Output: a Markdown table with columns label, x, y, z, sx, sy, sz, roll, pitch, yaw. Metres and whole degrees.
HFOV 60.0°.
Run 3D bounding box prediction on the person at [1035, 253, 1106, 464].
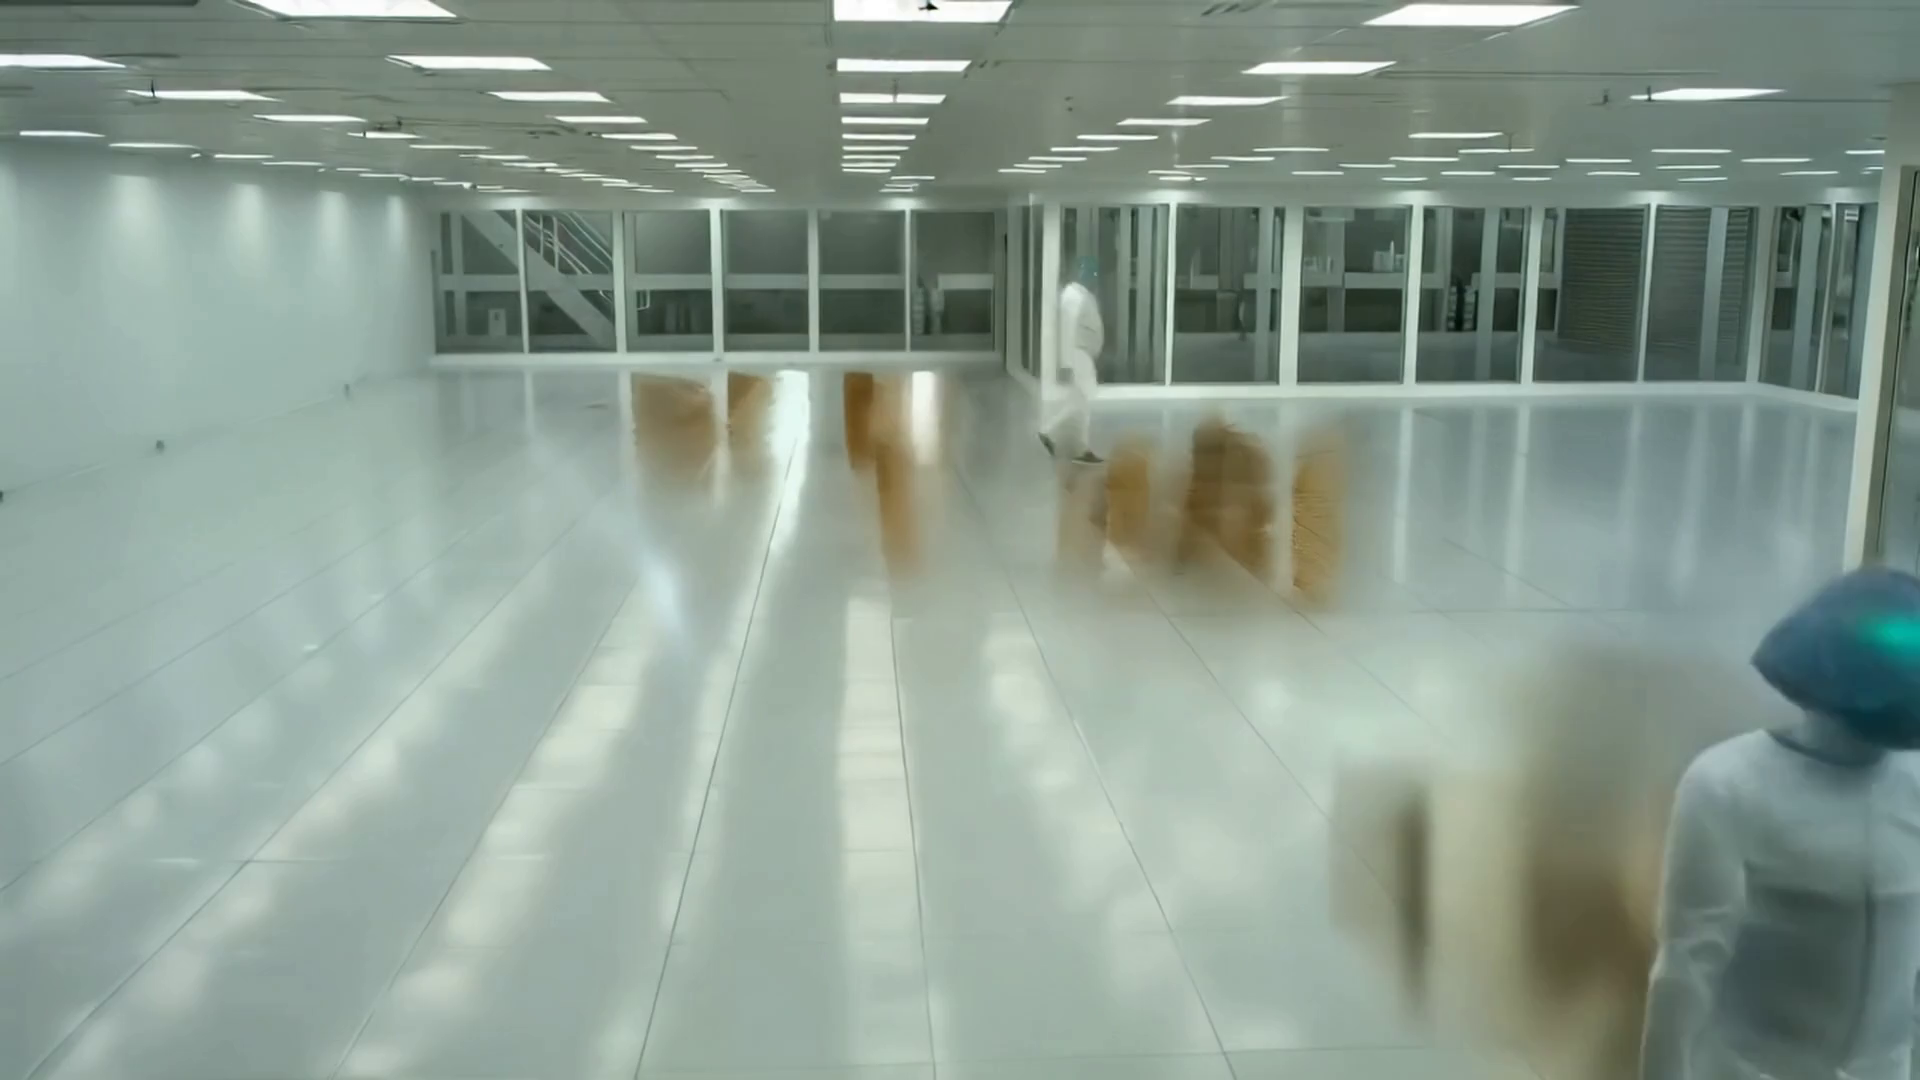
| label | x | y | z | sx | sy | sz | roll | pitch | yaw |
| --- | --- | --- | --- | --- | --- | --- | --- | --- | --- |
| person | 1.031 | -1.609 | 14.898 | 0.528 | 1.895 | 0.646 | 3 | 11 | 15 |

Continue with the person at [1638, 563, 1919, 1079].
| label | x | y | z | sx | sy | sz | roll | pitch | yaw |
| --- | --- | --- | --- | --- | --- | --- | --- | --- | --- |
| person | 1.256 | 0.839 | 2.439 | 0.532 | 1.612 | 0.357 | -2 | 11 | -12 |
